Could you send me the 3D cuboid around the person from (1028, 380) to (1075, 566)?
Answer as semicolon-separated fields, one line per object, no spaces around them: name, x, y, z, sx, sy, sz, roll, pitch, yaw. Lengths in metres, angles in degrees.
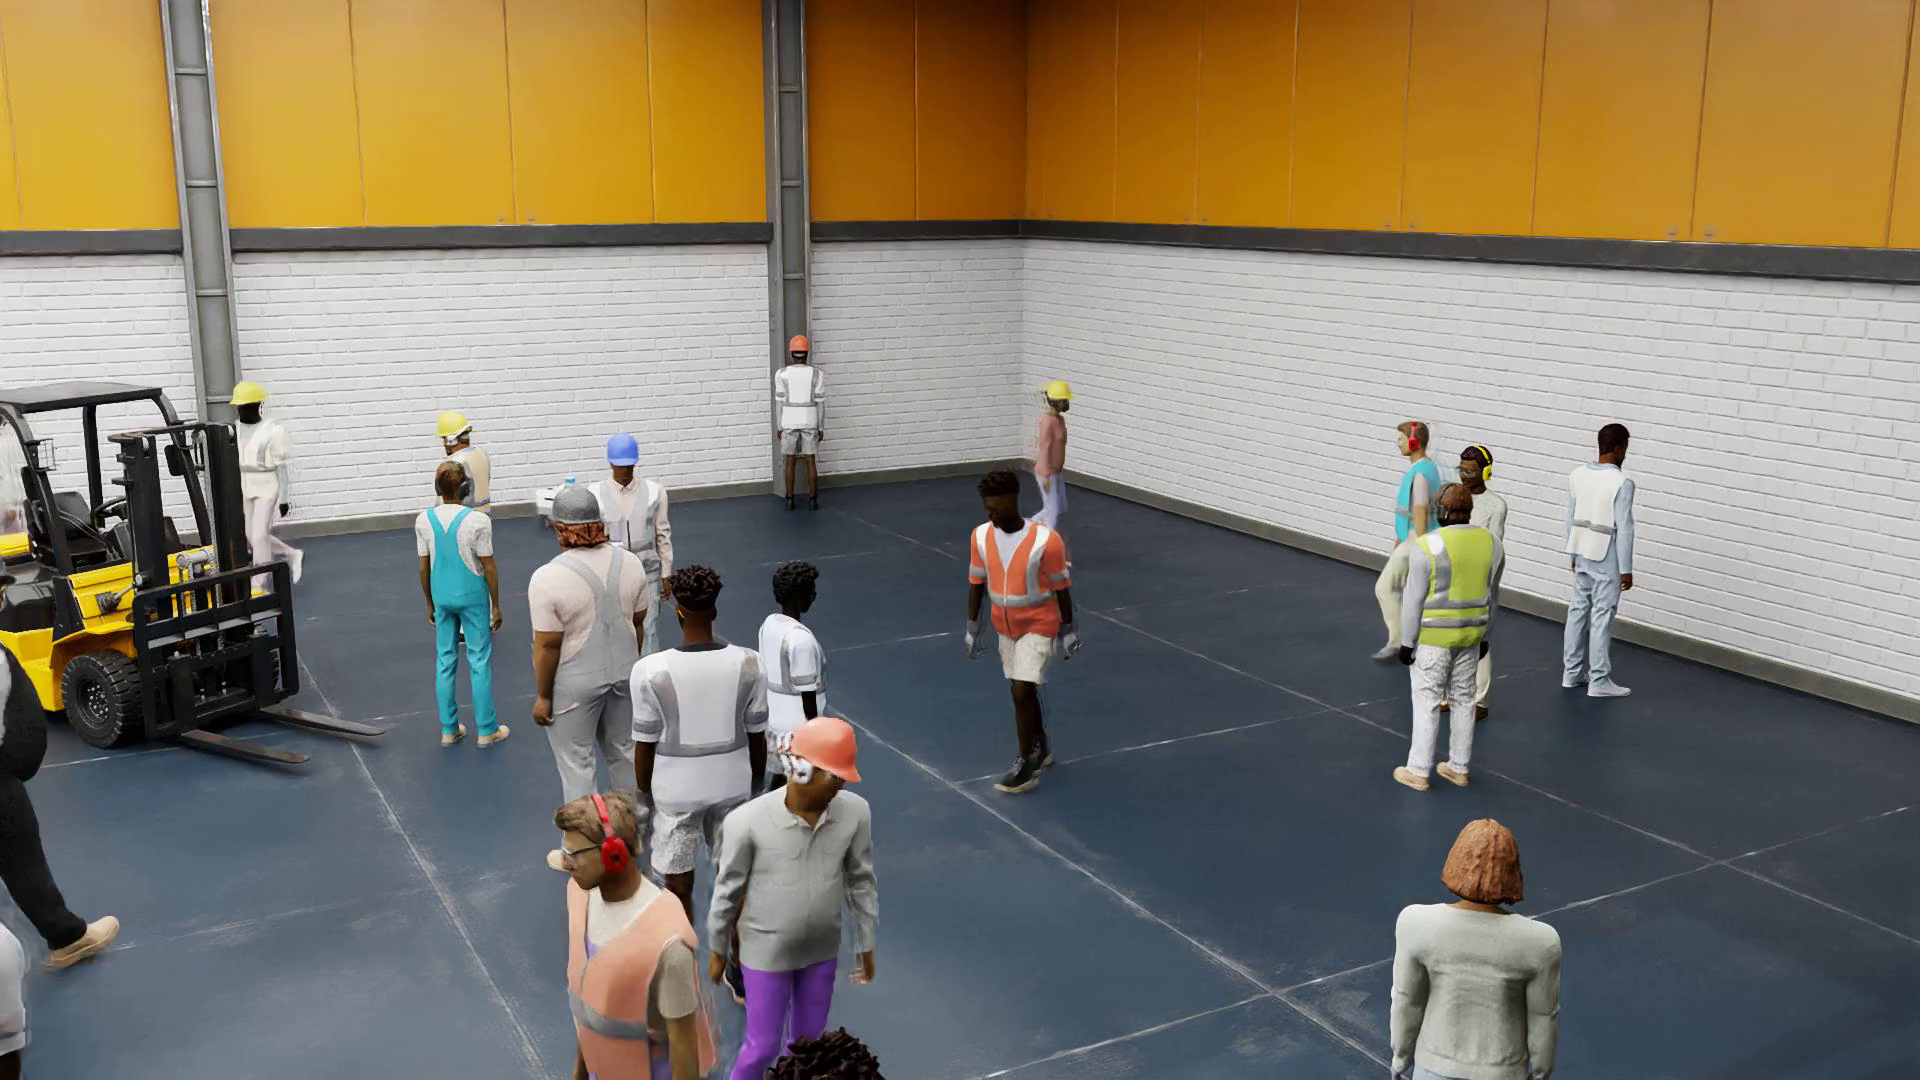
person;0.800;-0.630;15.612;0.546;1.755;0.536;5;13;21

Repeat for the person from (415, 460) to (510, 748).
person;-3.148;0.407;10.513;0.508;1.847;0.345;2;12;7

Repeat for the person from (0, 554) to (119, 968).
person;-4.325;0.966;7.432;0.909;2.000;0.760;-9;15;-37

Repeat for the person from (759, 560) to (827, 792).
person;-0.835;0.934;8.404;0.319;1.693;0.532;-7;14;-29

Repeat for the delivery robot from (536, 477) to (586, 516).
delivery robot;-4.011;-0.407;17.153;0.707;0.478;0.477;5;13;22

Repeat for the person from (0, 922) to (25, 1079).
person;-2.868;1.610;4.599;0.659;1.956;0.452;4;13;17

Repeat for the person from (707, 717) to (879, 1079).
person;-0.577;1.443;5.966;0.586;1.708;0.477;-7;14;-29

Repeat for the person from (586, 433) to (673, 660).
person;-2.222;0.239;11.102;0.615;1.938;0.416;-4;13;-19

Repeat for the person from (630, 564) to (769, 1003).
person;-1.108;1.069;7.159;0.598;1.958;0.372;-5;13;-24

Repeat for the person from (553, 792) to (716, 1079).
person;-0.926;1.599;4.978;0.592;1.820;0.580;-10;16;-39

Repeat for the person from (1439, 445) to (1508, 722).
person;3.383;0.289;11.043;0.334;1.860;0.509;-5;13;-22

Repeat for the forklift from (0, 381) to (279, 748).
forklift;-5.853;0.085;11.199;2.313;2.155;1.214;7;14;28

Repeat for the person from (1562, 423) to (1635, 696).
person;4.460;0.148;11.623;0.391;1.891;0.587;-4;13;-20

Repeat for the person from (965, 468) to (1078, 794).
person;0.340;0.520;9.804;0.624;1.912;0.840;9;15;36

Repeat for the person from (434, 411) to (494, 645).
person;-3.852;-0.092;12.908;0.403;1.823;0.588;2;12;11

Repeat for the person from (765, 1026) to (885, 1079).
person;-0.251;1.888;3.296;0.604;1.963;0.367;1;12;3

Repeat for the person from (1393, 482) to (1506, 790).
person;2.868;0.571;9.792;0.635;1.831;0.429;-4;13;-19

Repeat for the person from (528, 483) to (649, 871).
person;-1.968;0.709;8.640;0.536;2.000;0.683;10;16;40

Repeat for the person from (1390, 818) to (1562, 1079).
person;1.590;1.651;5.184;0.500;1.633;0.279;4;13;18

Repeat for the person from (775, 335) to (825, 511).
person;-1.748;-1.276;18.224;0.539;1.929;0.388;-2;12;-7

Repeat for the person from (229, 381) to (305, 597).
person;-5.992;-0.436;14.322;0.599;1.906;0.759;6;13;24

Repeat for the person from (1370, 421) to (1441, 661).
person;3.295;0.020;12.380;0.593;1.816;0.590;4;13;17
